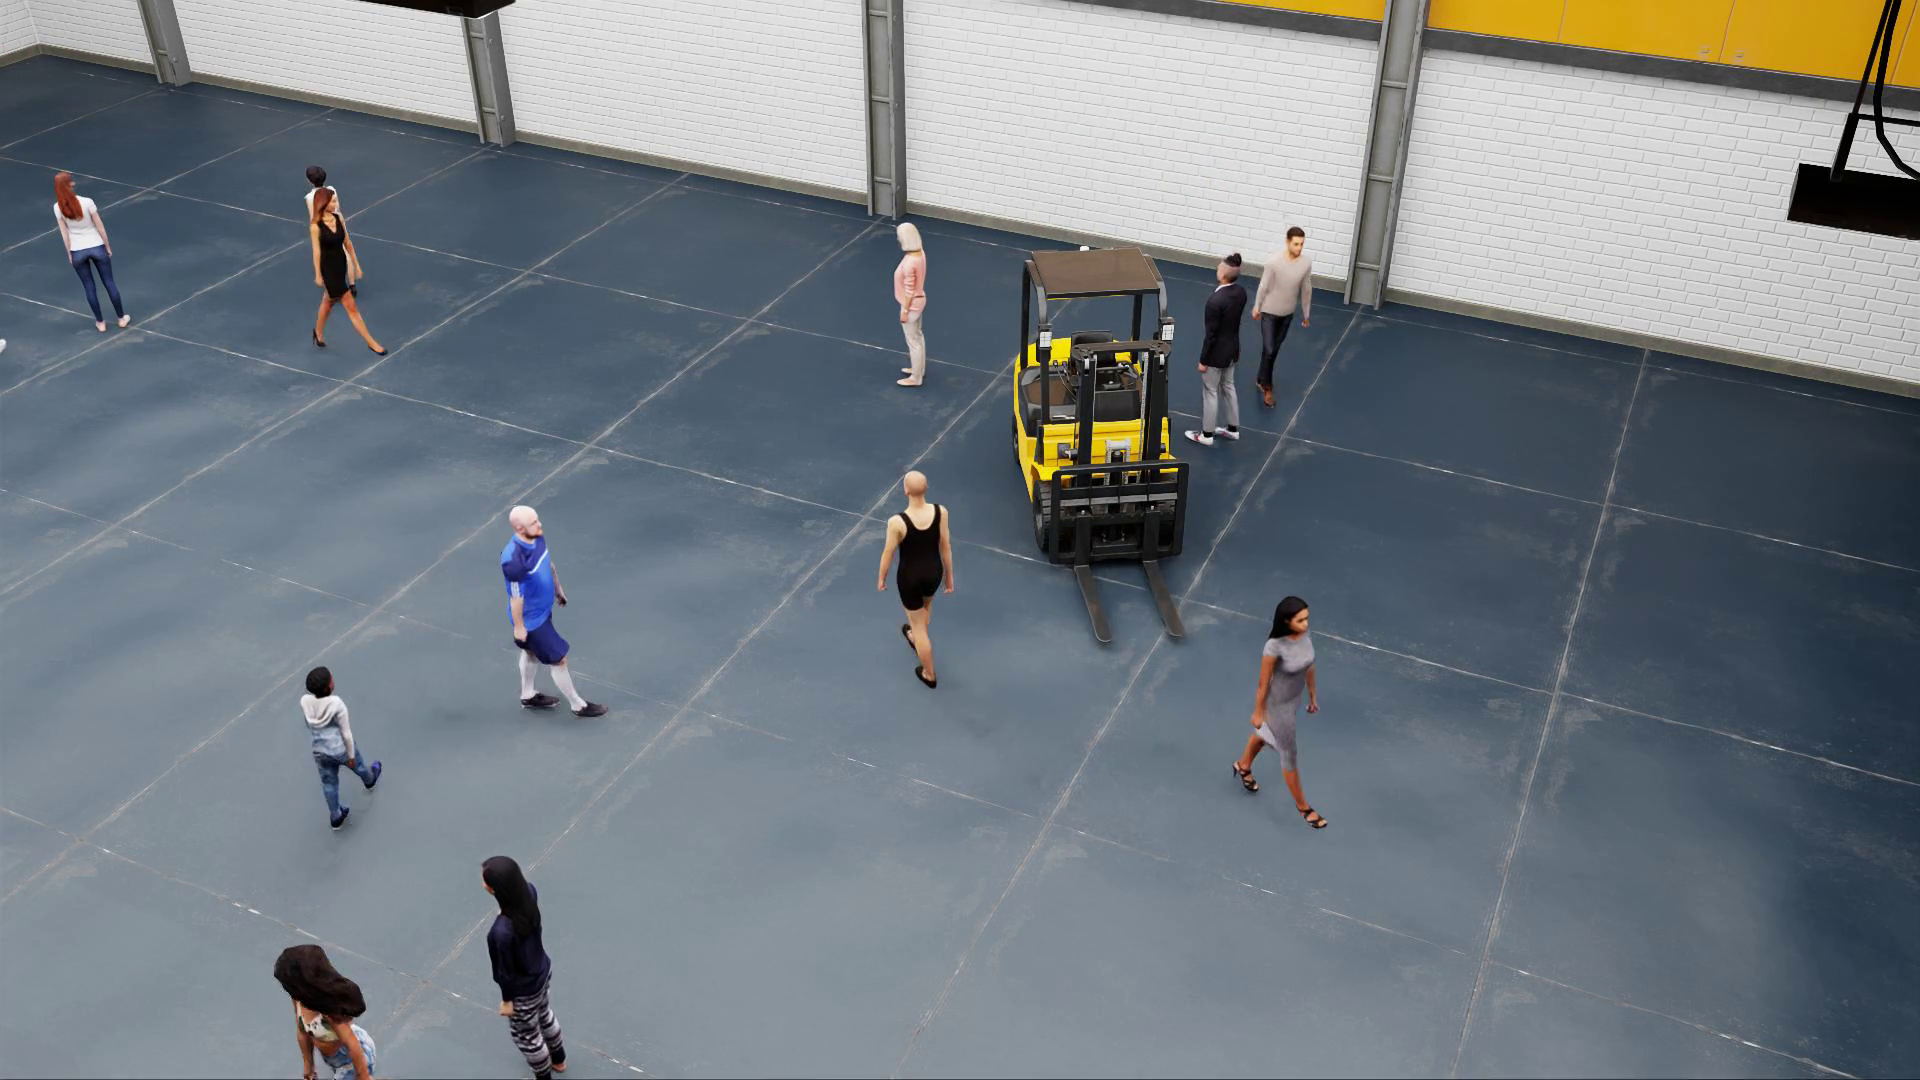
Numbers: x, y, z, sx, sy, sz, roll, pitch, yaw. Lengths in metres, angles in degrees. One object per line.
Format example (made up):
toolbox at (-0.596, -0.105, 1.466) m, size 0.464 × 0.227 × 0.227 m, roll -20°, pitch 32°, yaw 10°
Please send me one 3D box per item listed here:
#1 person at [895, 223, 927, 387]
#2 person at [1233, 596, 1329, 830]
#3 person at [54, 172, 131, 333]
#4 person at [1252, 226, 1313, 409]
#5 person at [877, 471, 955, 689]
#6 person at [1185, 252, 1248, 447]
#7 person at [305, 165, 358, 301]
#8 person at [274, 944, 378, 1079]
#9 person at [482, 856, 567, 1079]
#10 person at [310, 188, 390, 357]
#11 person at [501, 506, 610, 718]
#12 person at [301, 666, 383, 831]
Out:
person at (-0.475, -2.363, 16.616) m, size 0.605 × 1.724 × 0.651 m, roll 6°, pitch 34°, yaw 9°
person at (2.123, 1.098, 11.392) m, size 0.874 × 1.743 × 1.158 m, roll -28°, pitch 43°, yaw -35°
person at (-9.251, -3.053, 17.642) m, size 0.654 × 1.737 × 0.698 m, roll -15°, pitch 36°, yaw -21°
person at (3.100, -2.288, 16.405) m, size 0.988 × 1.833 × 1.022 m, roll -6°, pitch 34°, yaw -9°
person at (-0.259, 0.343, 12.486) m, size 0.999 × 1.789 × 1.098 m, roll -16°, pitch 37°, yaw -22°
person at (2.457, -1.789, 15.543) m, size 0.802 × 1.955 × 0.803 m, roll 27°, pitch 42°, yaw 34°
person at (-6.926, -3.376, 18.295) m, size 0.604 × 1.552 × 0.613 m, roll 26°, pitch 41°, yaw 33°
person at (-3.255, 2.812, 8.958) m, size 0.675 × 1.583 × 0.805 m, roll 18°, pitch 38°, yaw 25°
person at (-2.440, 2.451, 9.369) m, size 0.614 × 1.729 × 0.663 m, roll 5°, pitch 34°, yaw 7°
person at (-6.499, -2.727, 17.127) m, size 1.163 × 1.765 × 0.597 m, roll 16°, pitch 37°, yaw 23°
person at (-3.198, 0.537, 12.170) m, size 1.061 × 1.818 × 0.901 m, roll 1°, pitch 34°, yaw 2°
person at (-4.303, 1.444, 11.334) m, size 0.825 × 1.231 × 0.730 m, roll 2°, pitch 34°, yaw 2°
